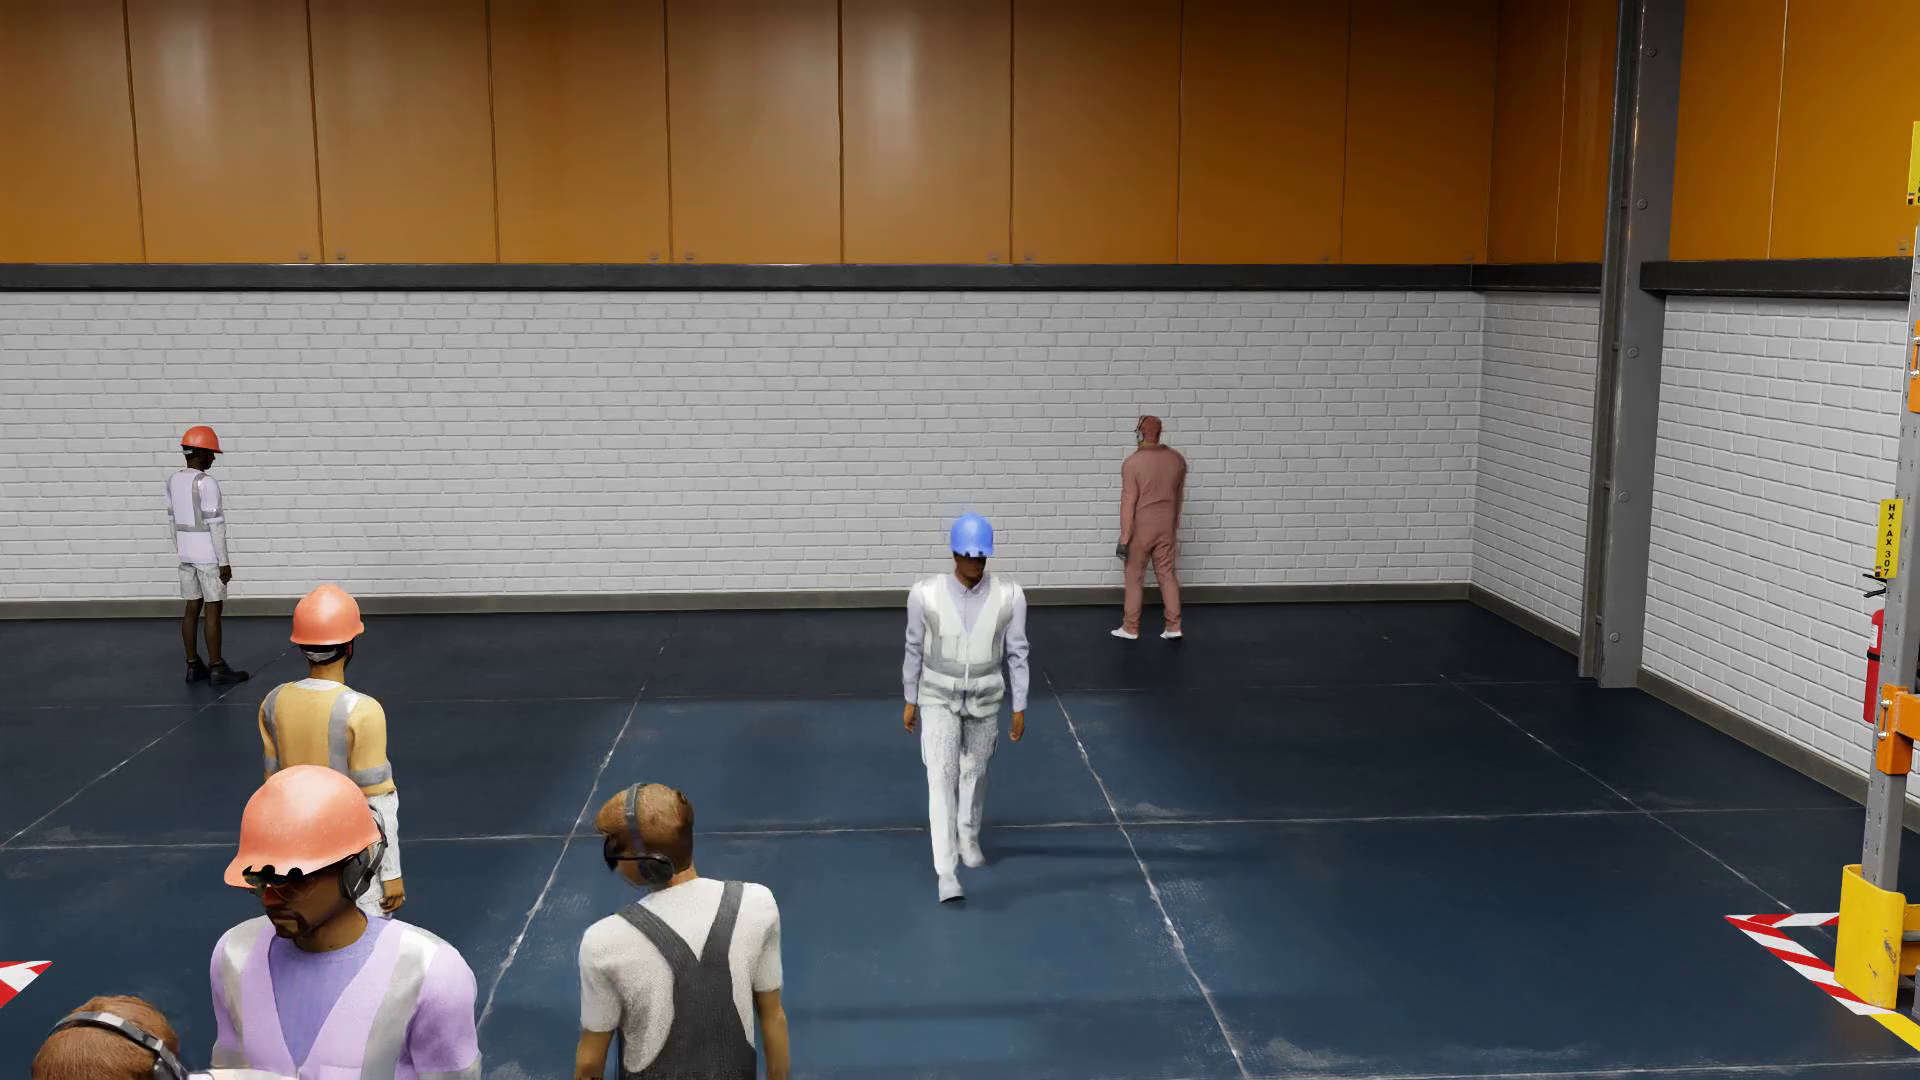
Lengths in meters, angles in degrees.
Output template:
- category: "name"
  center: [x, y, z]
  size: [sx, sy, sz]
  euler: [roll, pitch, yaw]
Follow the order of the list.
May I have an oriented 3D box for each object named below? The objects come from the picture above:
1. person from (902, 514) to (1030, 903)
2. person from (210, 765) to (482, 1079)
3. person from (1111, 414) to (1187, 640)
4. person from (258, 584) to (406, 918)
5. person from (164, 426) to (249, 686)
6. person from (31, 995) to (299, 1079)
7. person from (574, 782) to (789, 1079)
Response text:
- category: "person"
  center: [0.035, 0.795, 8.229]
  size: [0.626, 1.885, 0.950]
  euler: [-1, 9, -7]
- category: "person"
  center: [-1.313, 1.464, 3.517]
  size: [0.616, 2.041, 0.379]
  euler: [2, 9, 13]
- category: "person"
  center: [1.570, -0.092, 13.801]
  size: [0.666, 1.913, 0.488]
  euler: [-5, 10, -29]
- category: "person"
  center: [-2.225, 1.121, 5.986]
  size: [0.549, 1.942, 0.344]
  euler: [4, 10, 23]
- category: "person"
  center: [-5.596, 0.118, 12.329]
  size: [0.543, 1.928, 0.373]
  euler: [5, 10, 29]
- category: "person"
  center: [-1.457, 1.649, 3.145]
  size: [0.690, 1.803, 0.615]
  euler: [-7, 11, -36]
- category: "person"
  center: [-0.718, 1.459, 4.302]
  size: [0.578, 1.802, 0.684]
  euler: [-5, 10, -28]
